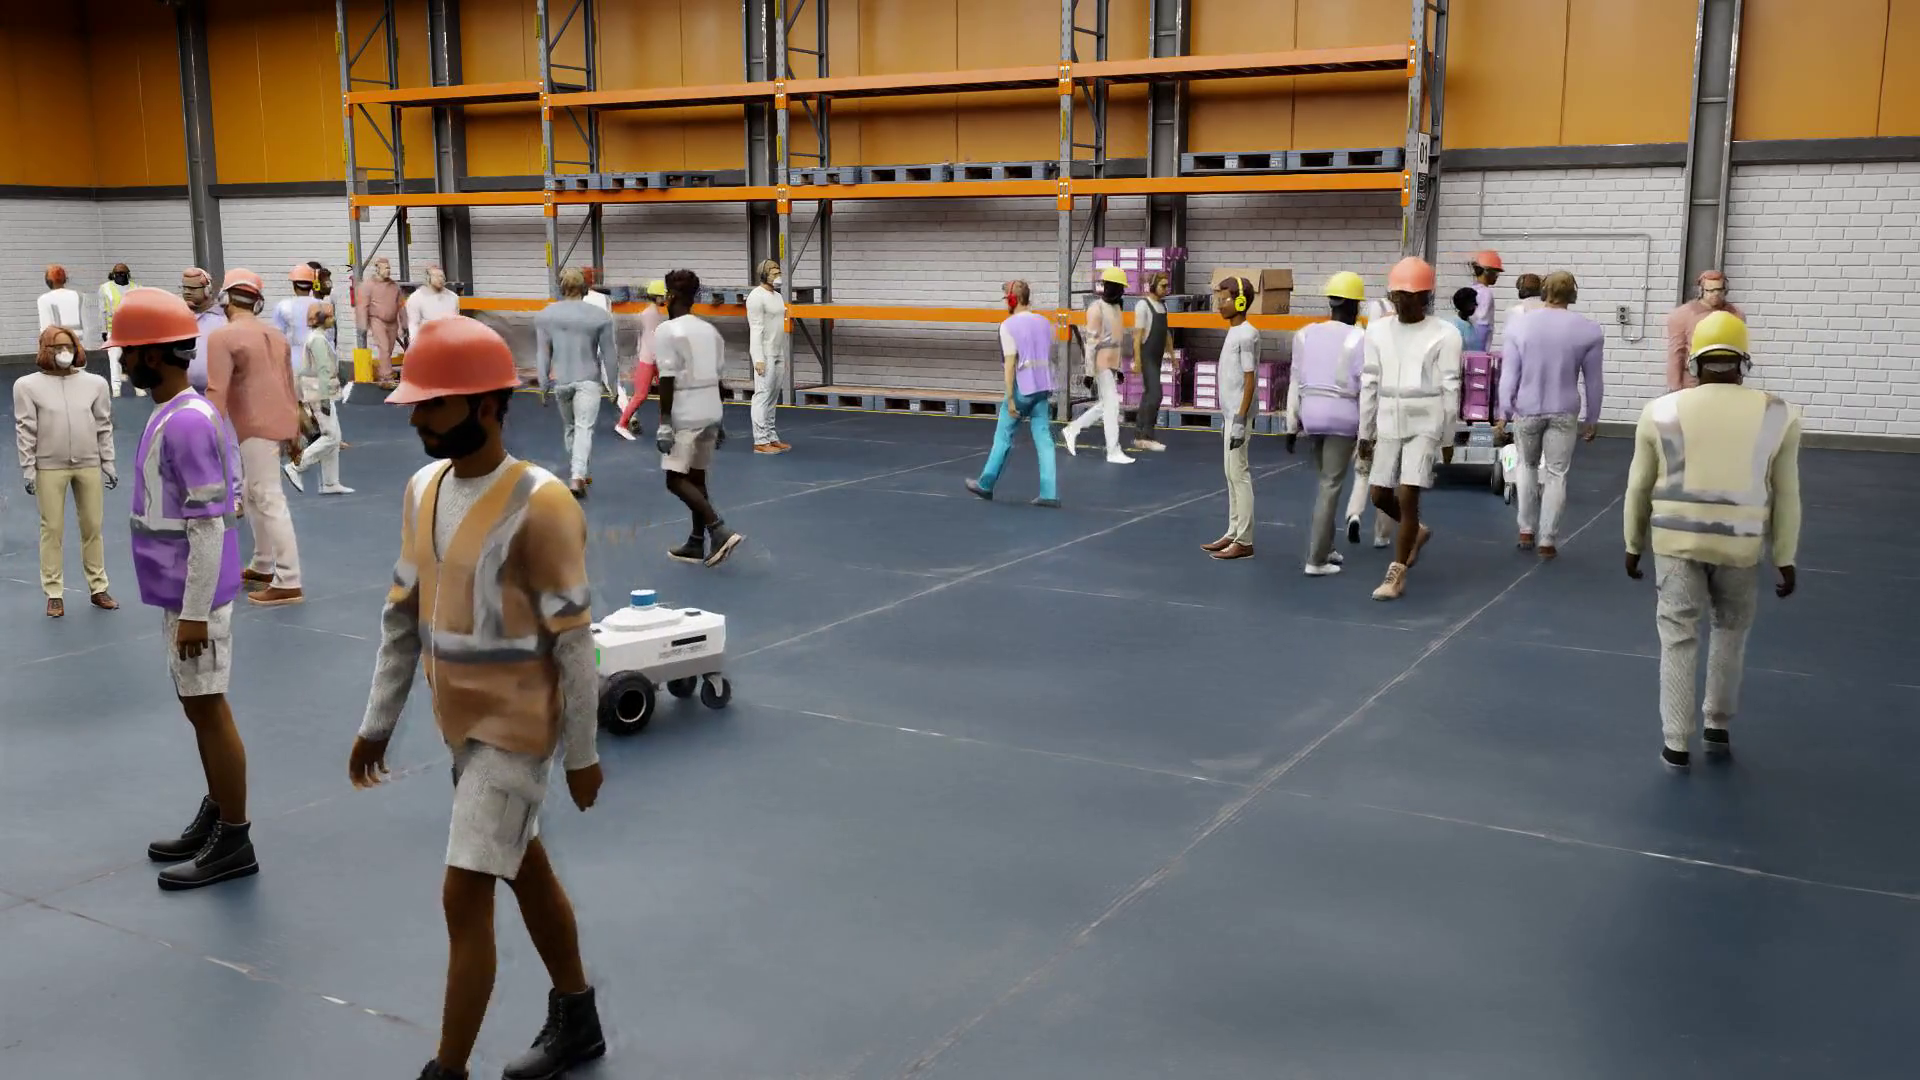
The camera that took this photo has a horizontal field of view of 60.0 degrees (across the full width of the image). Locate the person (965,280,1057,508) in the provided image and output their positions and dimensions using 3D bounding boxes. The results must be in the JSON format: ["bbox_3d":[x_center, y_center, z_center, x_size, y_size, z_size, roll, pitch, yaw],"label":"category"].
[{"bbox_3d":[0.443,-1.169,13.314,0.564,1.789,0.961,-9,13,-41],"label":"person"}]

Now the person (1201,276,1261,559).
[{"bbox_3d":[1.814,-0.805,11.039,0.329,1.872,0.509,0,10,-1],"label":"person"}]

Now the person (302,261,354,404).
[{"bbox_3d":[-8.365,-2.716,21.826,0.834,1.885,0.593,3,10,14],"label":"person"}]

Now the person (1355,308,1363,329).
[{"bbox_3d":[3.876,-1.629,16.442,0.675,1.604,0.548,-3,10,-15],"label":"person"}]

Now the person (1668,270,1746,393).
[{"bbox_3d":[6.140,-1.274,13.682,0.666,1.874,0.422,1,10,5],"label":"person"}]

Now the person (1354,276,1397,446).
[{"bbox_3d":[4.179,-1.768,16.483,0.574,1.885,0.858,-6,12,-30],"label":"person"}]

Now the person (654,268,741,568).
[{"bbox_3d":[-1.670,-0.773,10.713,0.664,1.935,0.659,5,11,28],"label":"person"}]

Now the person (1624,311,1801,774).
[{"bbox_3d":[2.975,0.001,6.629,0.633,1.808,0.636,3,11,19],"label":"person"}]

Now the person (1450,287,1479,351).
[{"bbox_3d":[4.873,-1.557,15.861,0.598,1.682,0.550,7,12,34],"label":"person"}]

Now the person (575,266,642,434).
[{"bbox_3d":[-3.921,-2.060,18.210,0.805,1.857,0.599,7,12,35],"label":"person"}]

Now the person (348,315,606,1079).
[{"bbox_3d":[-1.191,0.447,3.852,0.565,1.899,0.895,9,14,43],"label":"person"}]

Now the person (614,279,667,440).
[{"bbox_3d":[-3.288,-1.906,17.668,0.859,1.729,0.509,3,10,15],"label":"person"}]

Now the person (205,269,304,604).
[{"bbox_3d":[-4.139,-0.603,9.737,0.677,1.937,0.686,2,10,9],"label":"person"}]

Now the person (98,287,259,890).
[{"bbox_3d":[-2.526,0.159,5.392,0.354,1.934,0.552,-6,11,-29],"label":"person"}]

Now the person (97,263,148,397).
[{"bbox_3d":[-11.500,-2.884,22.911,0.621,1.837,0.429,-7,12,-35],"label":"person"}]

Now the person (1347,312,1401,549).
[{"bbox_3d":[2.868,-0.727,11.278,0.529,1.622,0.432,4,11,24],"label":"person"}]

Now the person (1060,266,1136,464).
[{"bbox_3d":[1.346,-1.693,16.039,0.798,1.888,0.600,5,11,27],"label":"person"}]

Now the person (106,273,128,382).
[{"bbox_3d":[-12.842,-3.252,25.426,0.362,1.685,0.535,4,11,21],"label":"person"}]

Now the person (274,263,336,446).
[{"bbox_3d":[-6.221,-1.680,15.870,0.551,1.914,0.739,-7,12,-35],"label":"person"}]

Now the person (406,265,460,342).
[{"bbox_3d":[-5.996,-2.221,19.101,0.668,1.849,0.991,-8,13,-40],"label":"person"}]

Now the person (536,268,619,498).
[{"bbox_3d":[-3.188,-1.309,13.847,0.649,1.896,1.018,0,10,0],"label":"person"}]

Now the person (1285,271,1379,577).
[{"bbox_3d":[2.407,-0.729,10.492,0.710,1.899,0.621,-9,13,-41],"label":"person"}]

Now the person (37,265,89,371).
[{"bbox_3d":[-10.086,-2.176,18.820,0.694,1.868,0.590,6,12,30],"label":"person"}]

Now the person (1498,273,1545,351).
[{"bbox_3d":[5.518,-1.666,16.079,0.631,1.815,0.539,-2,10,-11],"label":"person"}]

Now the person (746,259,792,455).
[{"bbox_3d":[-1.909,-1.828,16.633,0.362,1.939,0.636,3,10,15],"label":"person"}]

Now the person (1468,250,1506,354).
[{"bbox_3d":[5.344,-1.898,16.787,0.793,2.015,0.612,-1,10,-4],"label":"person"}]

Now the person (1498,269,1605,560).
[{"bbox_3d":[3.956,-0.845,11.143,0.655,1.911,0.761,4,11,23],"label":"person"}]

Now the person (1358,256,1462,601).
[{"bbox_3d":[2.689,-0.670,9.875,0.611,2.014,0.766,9,13,41],"label":"person"}]

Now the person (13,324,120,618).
[{"bbox_3d":[-5.016,-0.393,9.367,0.500,1.636,0.286,-10,14,-43],"label":"person"}]

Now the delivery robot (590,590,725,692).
[{"bbox_3d":[-1.387,0.463,7.314,0.707,0.478,0.477,-9,14,-43],"label":"delivery robot"}]

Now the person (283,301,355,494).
[{"bbox_3d":[-5.325,-1.160,13.739,0.462,1.620,0.531,-3,11,-18],"label":"person"}]

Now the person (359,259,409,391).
[{"bbox_3d":[-8.142,-3.062,23.771,0.811,1.877,0.680,7,12,34],"label":"person"}]

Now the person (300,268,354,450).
[{"bbox_3d":[-6.509,-1.828,16.871,0.541,1.854,0.523,-1,10,-6],"label":"person"}]

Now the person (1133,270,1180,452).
[{"bbox_3d":[1.974,-1.816,16.873,0.540,1.822,0.523,6,12,29],"label":"person"}]

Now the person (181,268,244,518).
[{"bbox_3d":[-5.717,-1.098,12.601,0.652,1.904,0.402,-2,10,-12],"label":"person"}]

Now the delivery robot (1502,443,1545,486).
[{"bbox_3d":[4.608,-0.636,13.538,0.477,0.478,0.707,3,10,15],"label":"delivery robot"}]
